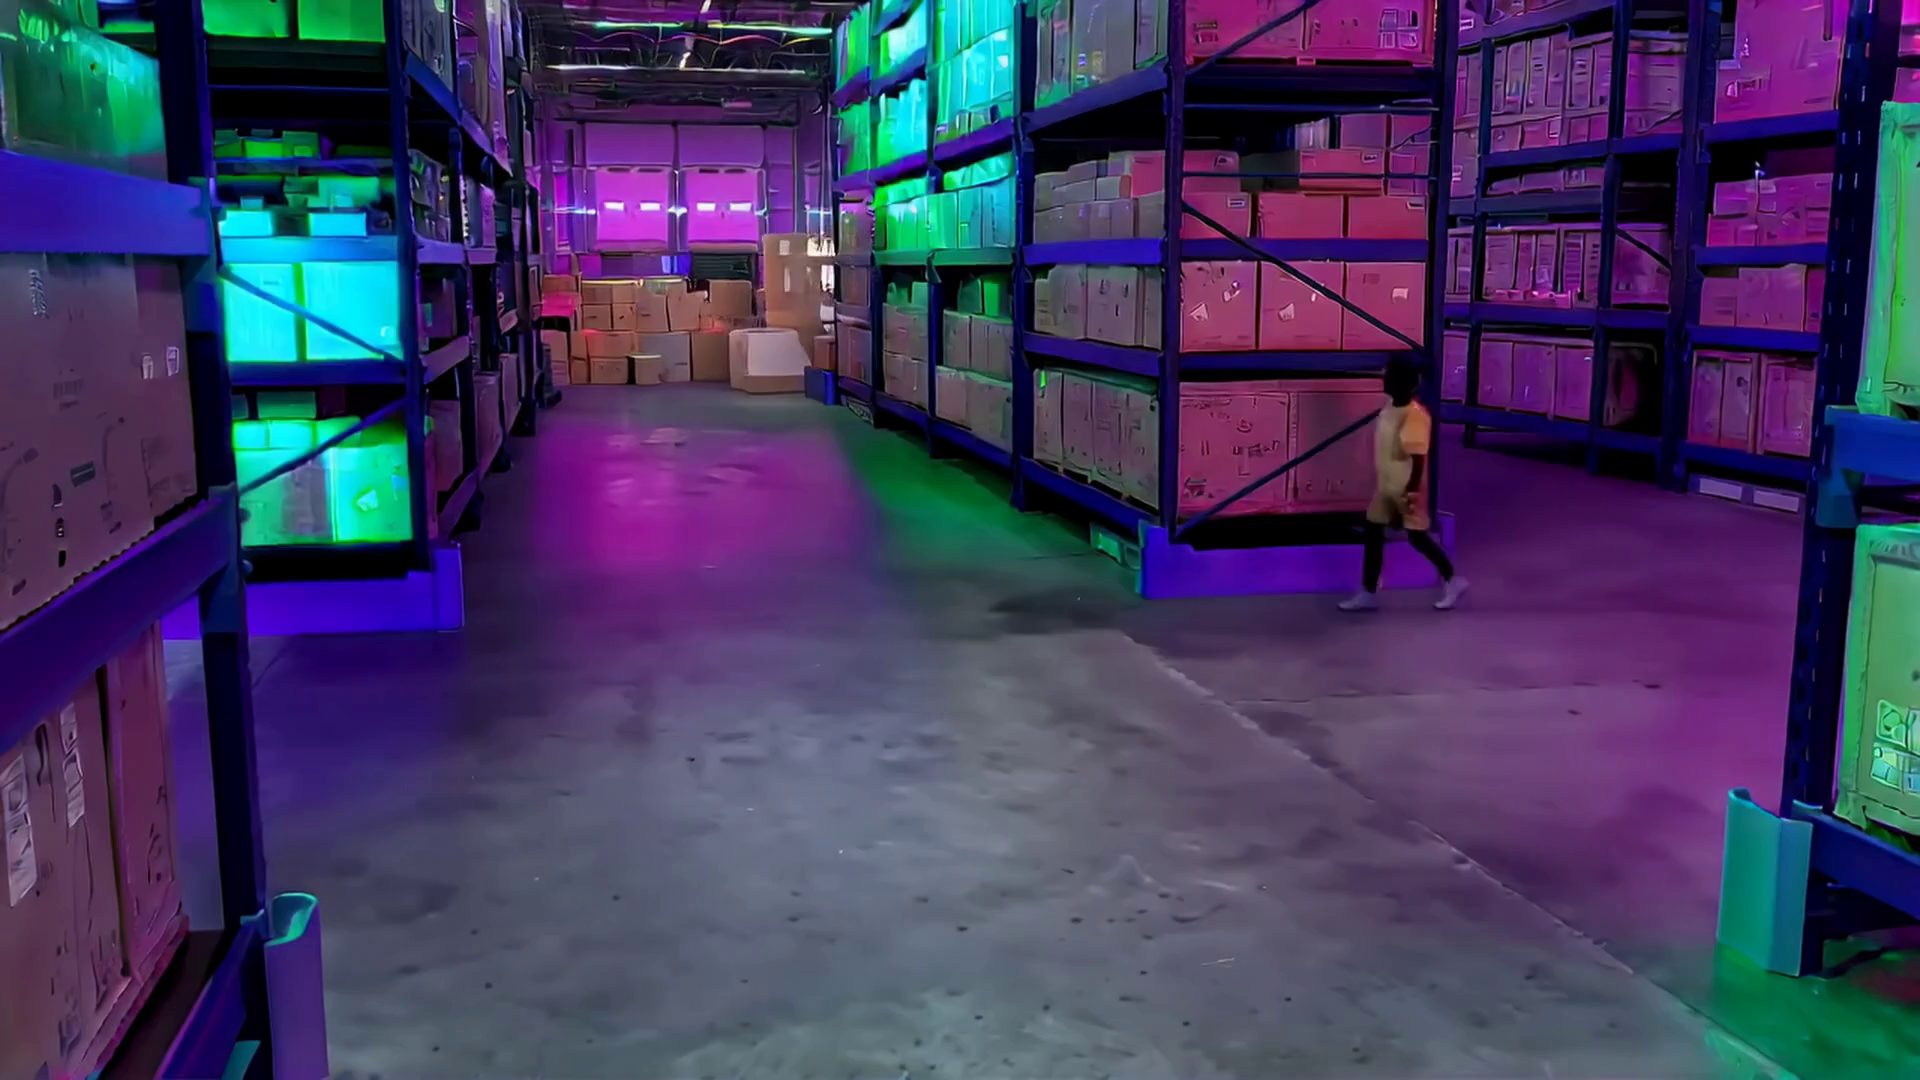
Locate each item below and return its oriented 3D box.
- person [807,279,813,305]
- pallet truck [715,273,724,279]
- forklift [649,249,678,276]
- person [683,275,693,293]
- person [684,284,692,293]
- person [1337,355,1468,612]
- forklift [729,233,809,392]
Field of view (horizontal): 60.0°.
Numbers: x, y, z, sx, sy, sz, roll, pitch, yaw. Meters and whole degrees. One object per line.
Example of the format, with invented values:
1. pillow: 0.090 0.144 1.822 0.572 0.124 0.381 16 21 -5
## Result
1. person: -2.894 -3.883 31.186 0.395 1.993 0.614 -6 11 -31
2. pallet truck: -8.580 -8.986 62.280 1.885 1.965 0.823 1 9 5
3. forklift: -9.883 -8.343 55.675 1.129 2.768 1.873 -7 12 -38
4. person: -10.056 -8.806 61.397 0.589 1.928 0.386 5 11 29
5. person: -6.099 -4.813 37.311 0.429 1.846 0.633 -6 11 -34
6. person: 2.890 -0.354 10.681 0.817 1.668 0.537 -2 10 -13
7. forklift: -3.138 -4.105 29.846 1.873 2.768 1.129 -8 12 -41
